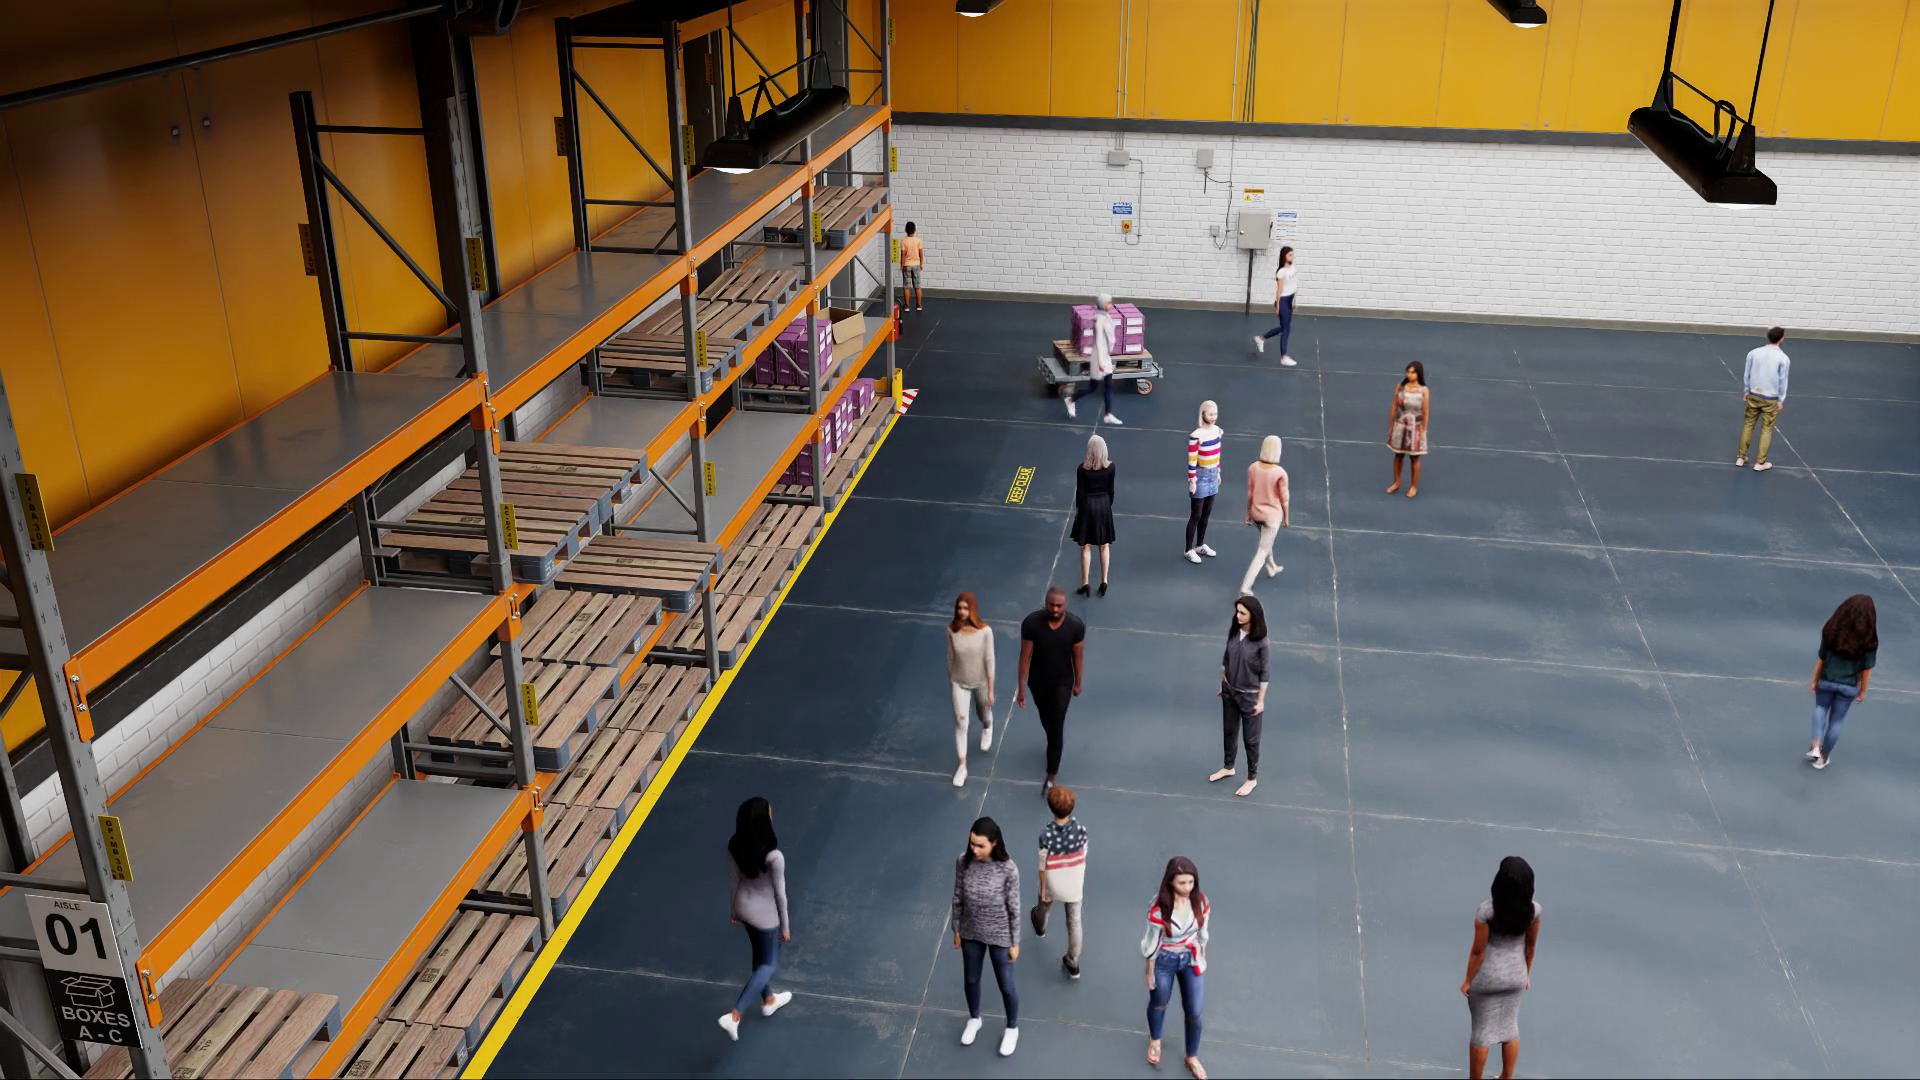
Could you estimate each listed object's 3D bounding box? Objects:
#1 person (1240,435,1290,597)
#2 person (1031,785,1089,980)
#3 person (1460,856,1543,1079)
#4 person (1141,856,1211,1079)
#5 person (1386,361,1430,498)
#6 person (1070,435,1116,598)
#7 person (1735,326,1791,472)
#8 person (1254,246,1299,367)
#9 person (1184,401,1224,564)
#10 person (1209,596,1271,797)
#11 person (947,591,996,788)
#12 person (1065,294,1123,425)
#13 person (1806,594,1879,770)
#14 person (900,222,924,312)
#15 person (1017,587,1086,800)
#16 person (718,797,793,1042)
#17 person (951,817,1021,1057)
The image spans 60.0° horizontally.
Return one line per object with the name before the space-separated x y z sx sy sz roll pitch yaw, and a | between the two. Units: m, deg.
person | 3.127 -0.214 17.162 1.028 1.680 1.233 20 31 39
person | 0.735 2.391 11.553 0.732 1.400 1.000 -4 24 -9
person | 3.333 2.734 10.293 0.655 1.781 0.636 -3 24 -8
person | 1.356 2.675 10.649 0.733 1.604 0.801 -3 24 -7
person | 5.350 -1.344 19.788 0.725 1.647 0.684 15 28 30
person | 1.394 -0.253 17.174 0.697 1.742 0.689 -5 24 -11
person | 9.925 -1.758 20.532 0.793 1.811 0.761 -19 30 -37
person | 4.707 -3.460 24.493 0.953 1.757 1.027 18 29 35
person | 2.637 -0.653 18.008 0.672 1.808 0.774 -20 31 -38
person | 2.338 1.256 13.696 0.711 1.764 0.675 -19 30 -37
person | 0.124 1.167 14.001 0.580 1.683 1.081 4 24 9
person | 1.785 -2.391 22.050 0.931 1.754 1.084 13 27 27
person | 7.361 1.225 13.964 0.704 1.605 0.743 16 28 33
person | -0.795 -4.480 27.196 0.600 1.461 0.602 -6 24 -13
person | 0.759 1.169 13.896 0.665 1.763 1.196 4 24 9
person | -1.385 2.510 10.891 0.875 1.713 1.075 16 28 32
person | 0.187 2.539 10.807 0.660 1.727 0.590 9 25 19
